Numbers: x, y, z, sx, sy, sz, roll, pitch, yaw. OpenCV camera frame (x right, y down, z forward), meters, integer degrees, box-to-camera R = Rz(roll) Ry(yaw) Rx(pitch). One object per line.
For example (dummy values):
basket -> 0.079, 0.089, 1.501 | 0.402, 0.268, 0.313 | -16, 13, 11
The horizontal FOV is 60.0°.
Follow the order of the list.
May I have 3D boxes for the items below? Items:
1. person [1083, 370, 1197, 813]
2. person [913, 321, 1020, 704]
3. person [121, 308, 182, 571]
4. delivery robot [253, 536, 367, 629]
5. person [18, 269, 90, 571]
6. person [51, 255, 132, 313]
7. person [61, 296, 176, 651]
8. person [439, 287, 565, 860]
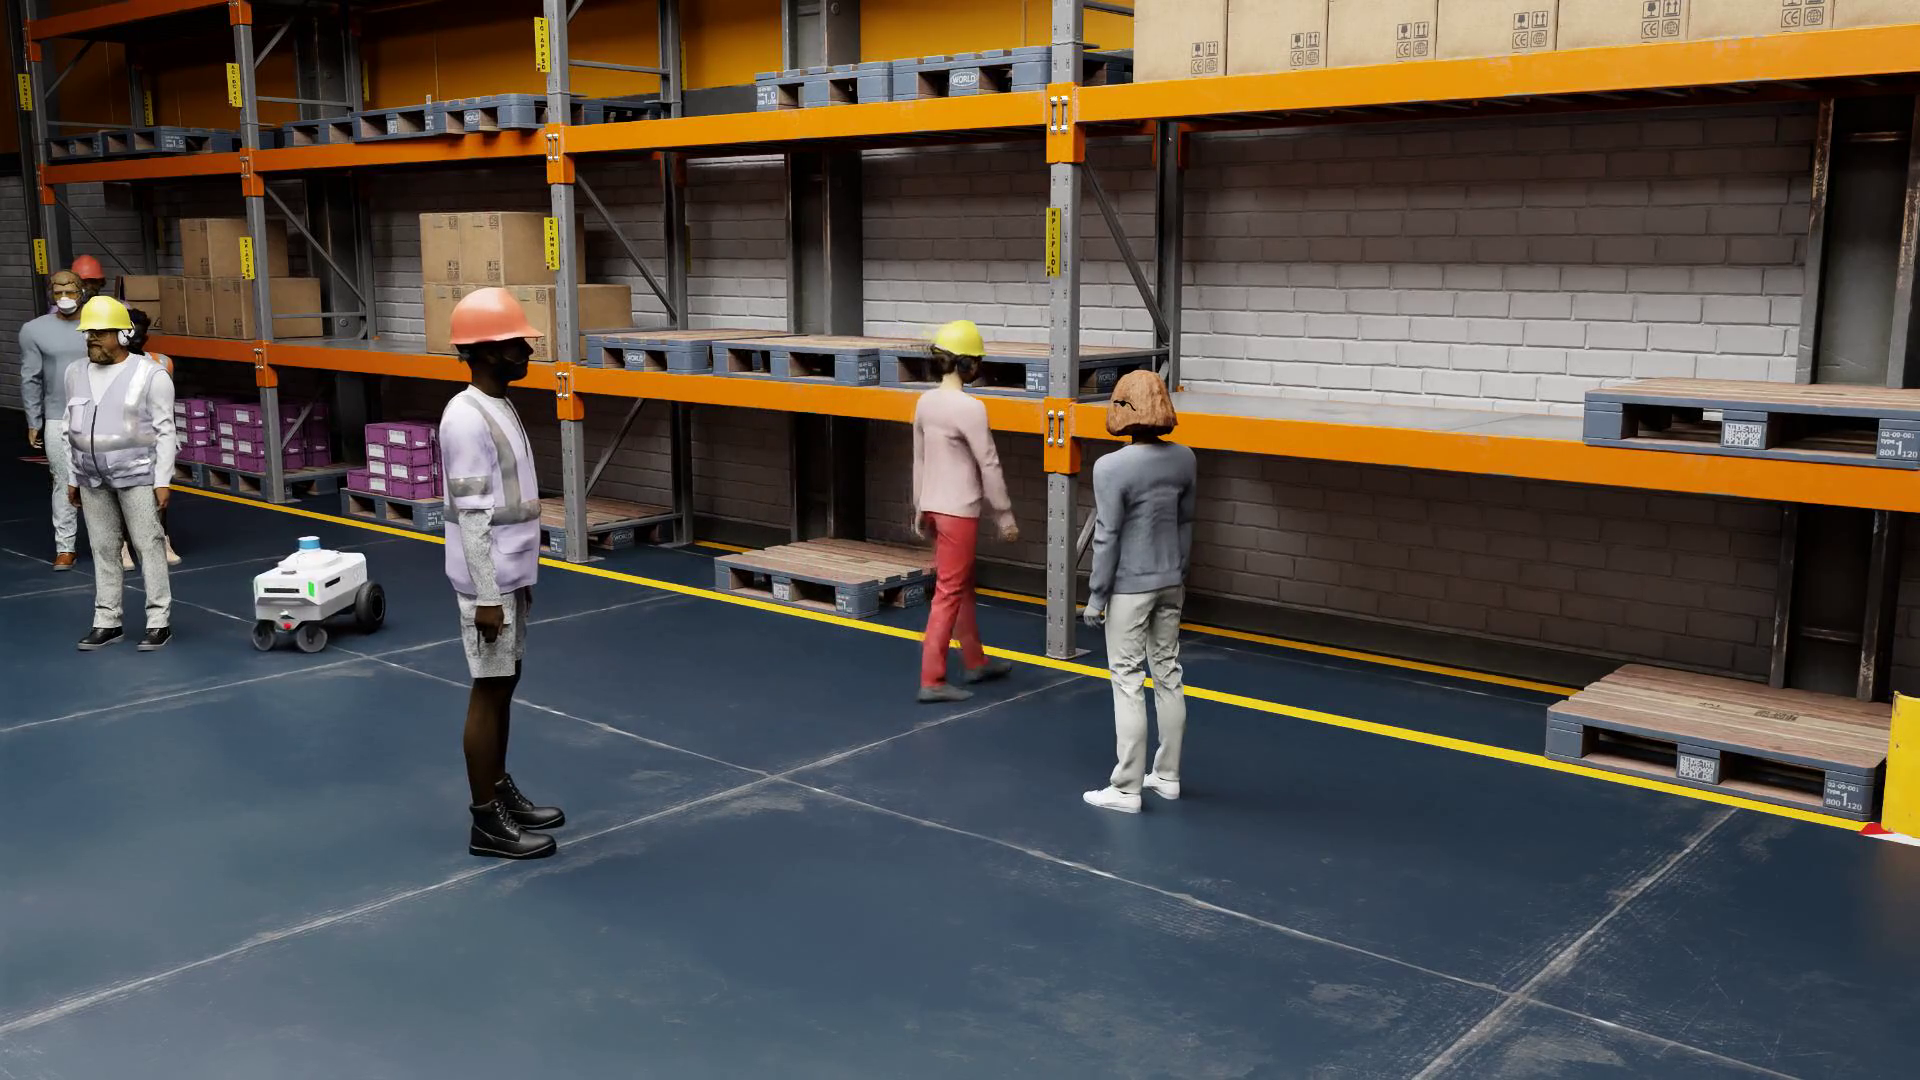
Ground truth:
person -> 0.663, 0.191, 6.155 | 0.500, 1.633, 0.280 | -8, 13, -40
person -> 0.048, -0.127, 7.658 | 0.592, 1.753, 0.539 | -6, 11, -29
person -> -5.319, -0.652, 10.782 | 0.318, 1.691, 0.540 | 8, 13, 40
delivery robot -> -3.412, 0.226, 8.757 | 0.477, 0.478, 0.707 | 0, 10, 3
person -> -5.691, -0.770, 10.756 | 0.637, 1.938, 0.355 | -5, 11, -26
person -> -7.147, -1.346, 13.835 | 0.636, 2.010, 0.812 | -7, 12, -36
person -> -4.345, -0.335, 8.579 | 0.587, 1.833, 0.404 | 1, 10, 4
person -> -1.574, 0.115, 5.708 | 0.347, 1.942, 0.549 | -1, 10, -5
